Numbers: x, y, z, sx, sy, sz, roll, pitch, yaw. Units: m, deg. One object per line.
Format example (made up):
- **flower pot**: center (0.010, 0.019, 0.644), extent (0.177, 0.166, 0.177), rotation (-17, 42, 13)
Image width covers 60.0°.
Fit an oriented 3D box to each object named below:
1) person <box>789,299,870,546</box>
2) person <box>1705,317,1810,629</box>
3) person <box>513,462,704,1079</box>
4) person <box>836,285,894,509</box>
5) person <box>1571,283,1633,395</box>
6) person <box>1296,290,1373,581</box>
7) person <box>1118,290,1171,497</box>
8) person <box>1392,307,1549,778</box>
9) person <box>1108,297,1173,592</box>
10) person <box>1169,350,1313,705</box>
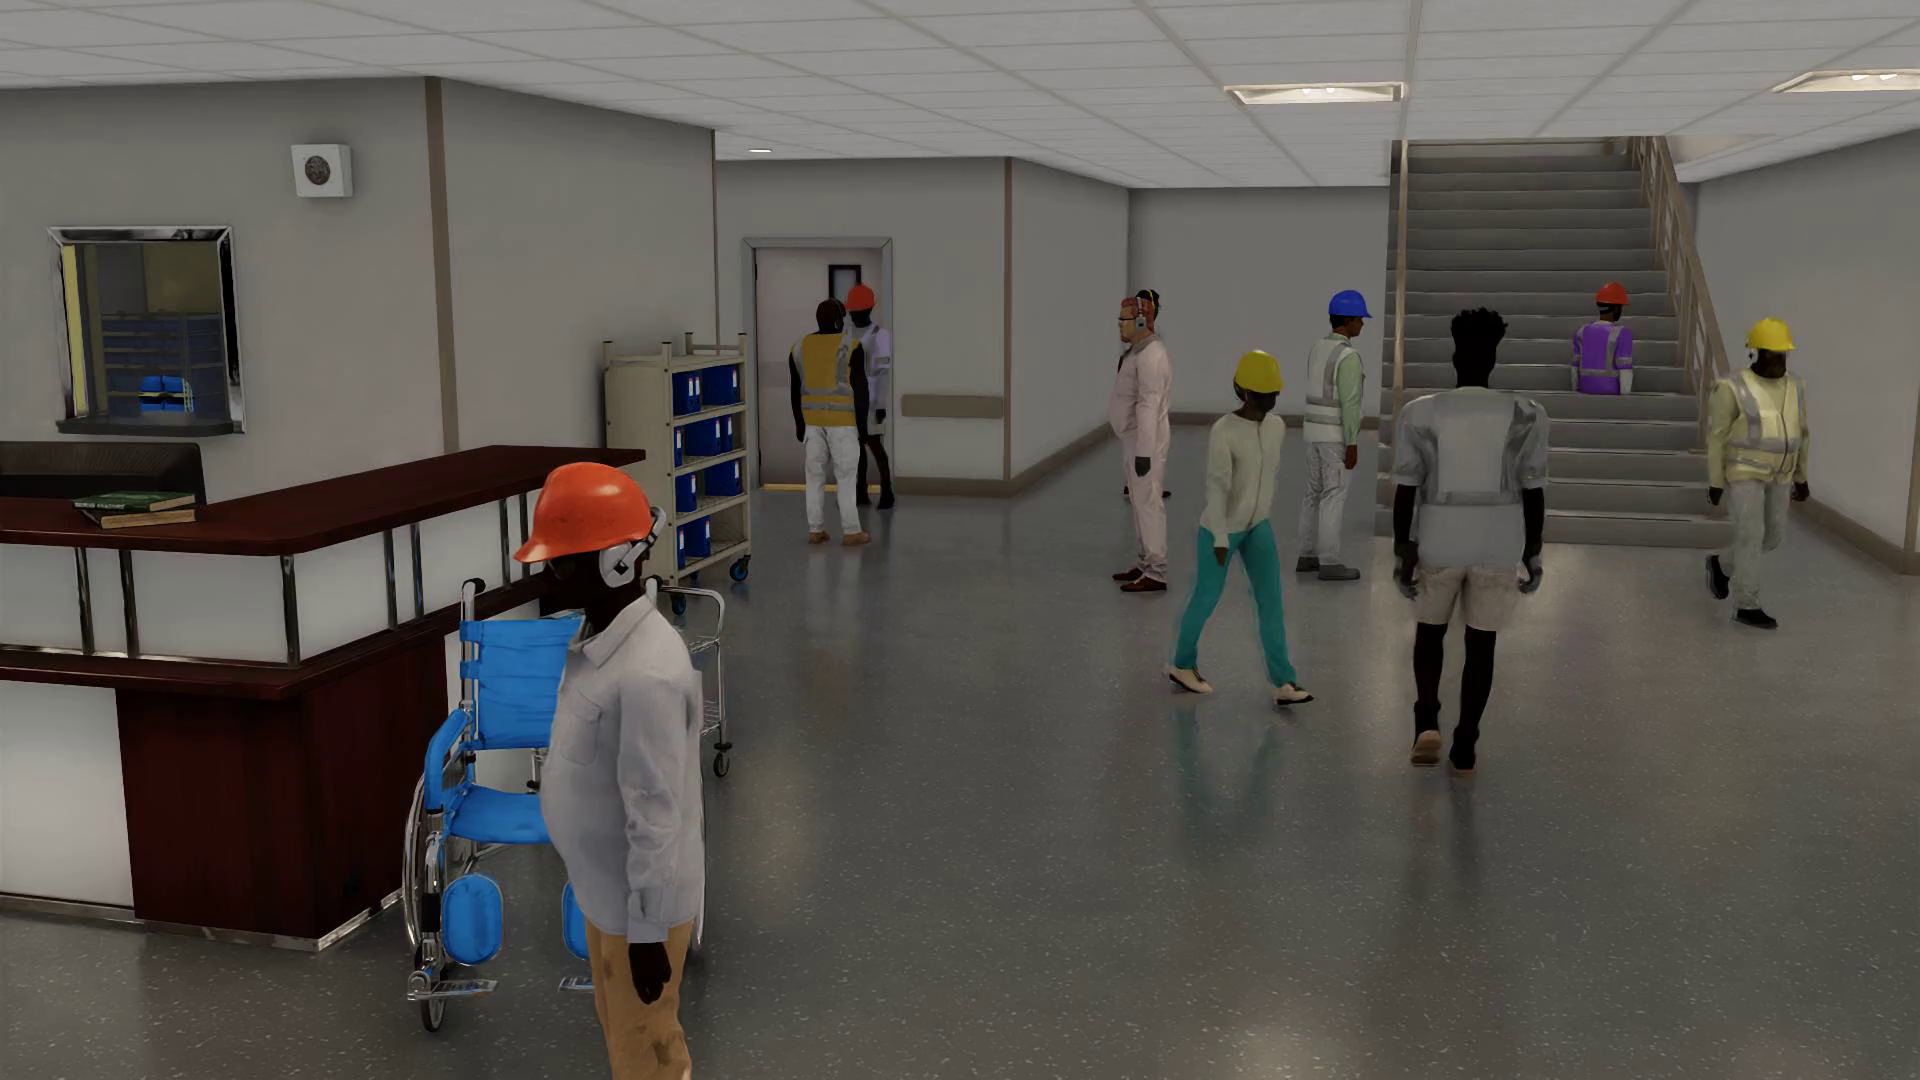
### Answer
- **person**: center (-0.956, -0.874, 12.450), extent (0.623, 1.845, 0.430), rotation (4, 10, 23)
- **person**: center (4.667, -0.416, 9.844), extent (0.596, 1.809, 0.662), rotation (-3, 10, -16)
- **person**: center (-0.718, 0.702, 3.451), extent (0.352, 1.743, 0.564), rotation (-4, 10, -22)
- **person**: center (-0.831, -1.213, 14.255), extent (0.464, 1.909, 0.612), rotation (-9, 13, -43)
- **person**: center (5.431, -1.192, 14.036), extent (0.373, 1.934, 0.551), rotation (-6, 12, -33)
- **person**: center (2.523, -0.698, 11.150), extent (0.422, 1.938, 0.599), rotation (-2, 10, -13)
- **person**: center (1.651, -1.306, 14.925), extent (0.520, 1.865, 0.332), rotation (8, 13, 40)
- **person**: center (2.086, 0.026, 6.821), extent (0.614, 1.950, 0.447), rotation (3, 10, 18)
- **person**: center (1.159, -0.620, 10.800), extent (0.395, 1.899, 0.641), rotation (0, 10, -1)
- **person**: center (1.357, -0.050, 7.957), extent (0.549, 1.715, 0.909), rotation (-7, 12, -35)
